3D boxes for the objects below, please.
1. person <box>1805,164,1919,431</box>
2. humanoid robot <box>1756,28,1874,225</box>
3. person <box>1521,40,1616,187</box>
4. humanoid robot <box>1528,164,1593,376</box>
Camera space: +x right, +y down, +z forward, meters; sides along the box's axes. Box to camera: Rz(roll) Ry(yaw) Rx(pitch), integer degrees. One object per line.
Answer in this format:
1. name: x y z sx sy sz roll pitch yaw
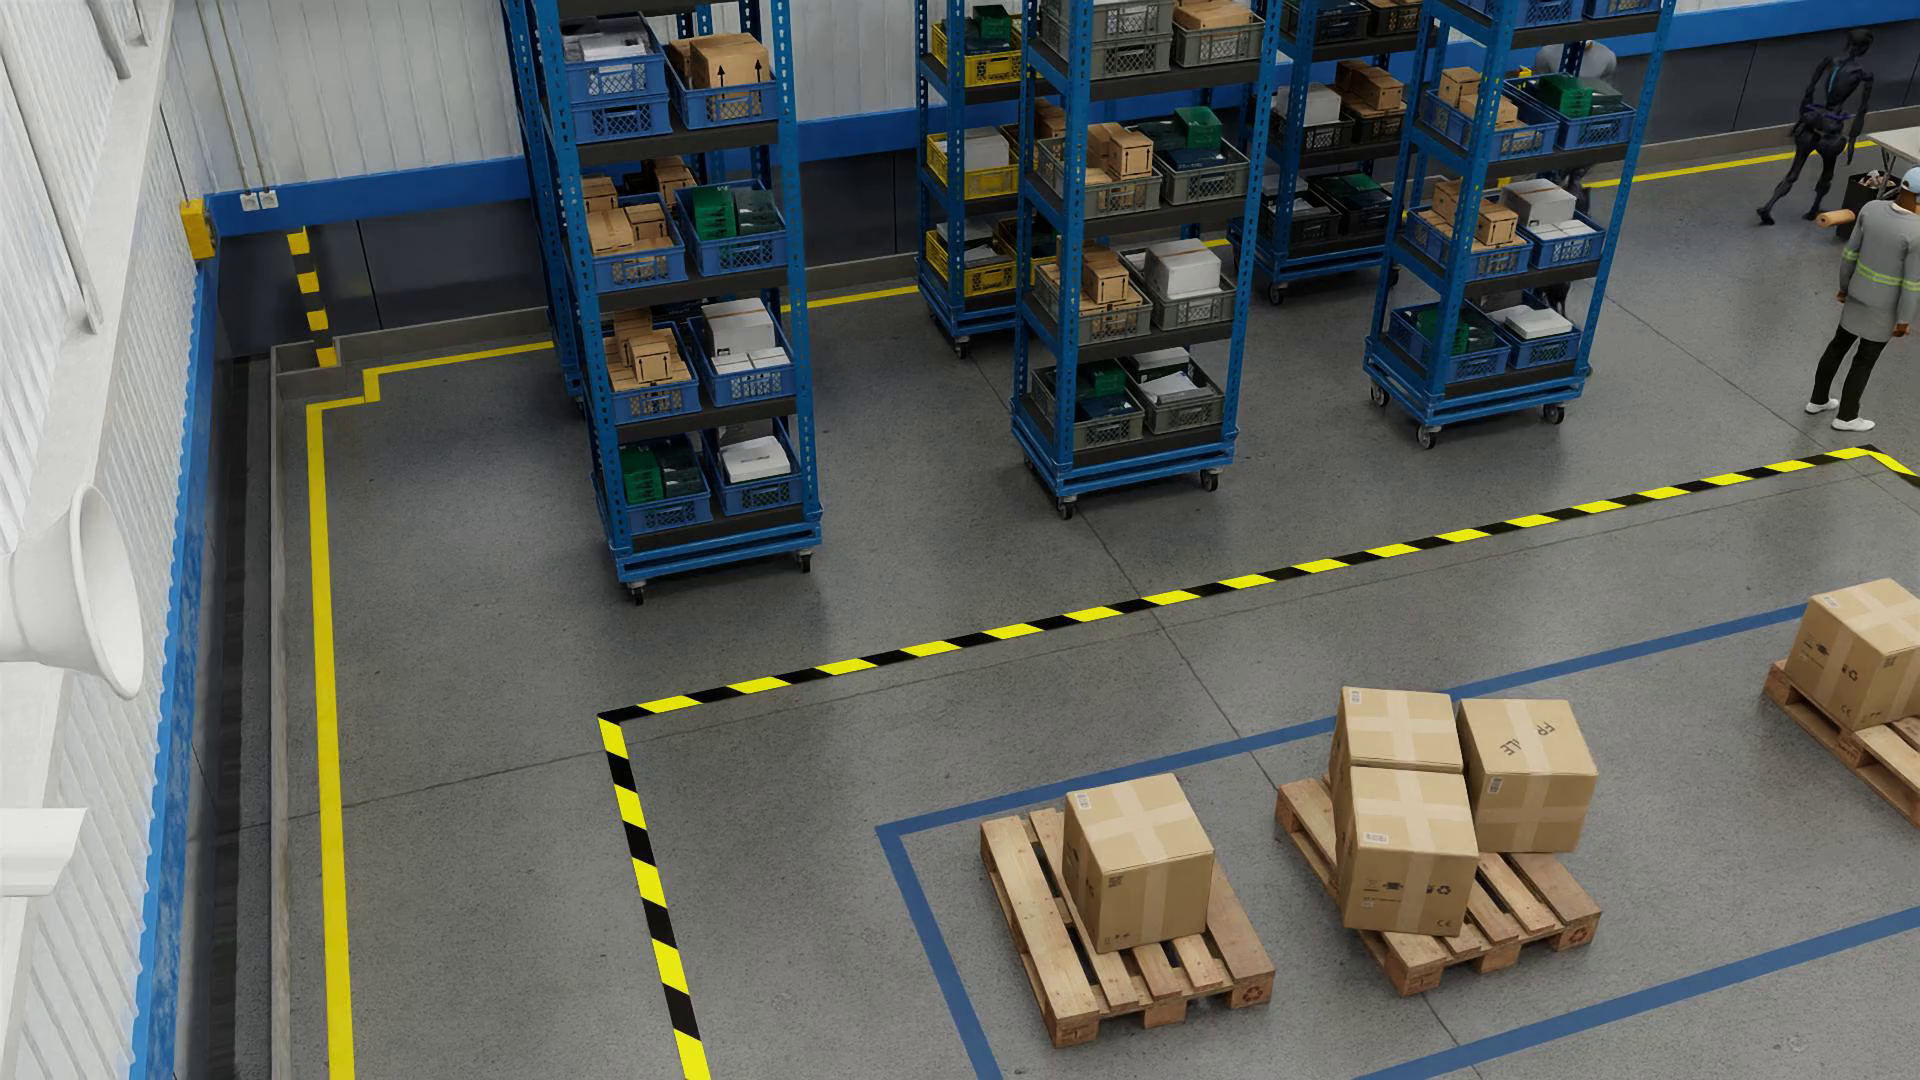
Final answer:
1. person: 6.041 -1.590 10.935 0.387 1.850 0.598 -12 37 -16
2. humanoid robot: 7.049 -3.361 13.646 0.739 1.645 0.613 -17 39 -23
3. person: 4.794 -3.277 13.254 0.626 1.940 0.372 4 35 6
4. humanoid robot: 4.171 -1.920 11.602 0.775 1.637 0.595 15 38 20
